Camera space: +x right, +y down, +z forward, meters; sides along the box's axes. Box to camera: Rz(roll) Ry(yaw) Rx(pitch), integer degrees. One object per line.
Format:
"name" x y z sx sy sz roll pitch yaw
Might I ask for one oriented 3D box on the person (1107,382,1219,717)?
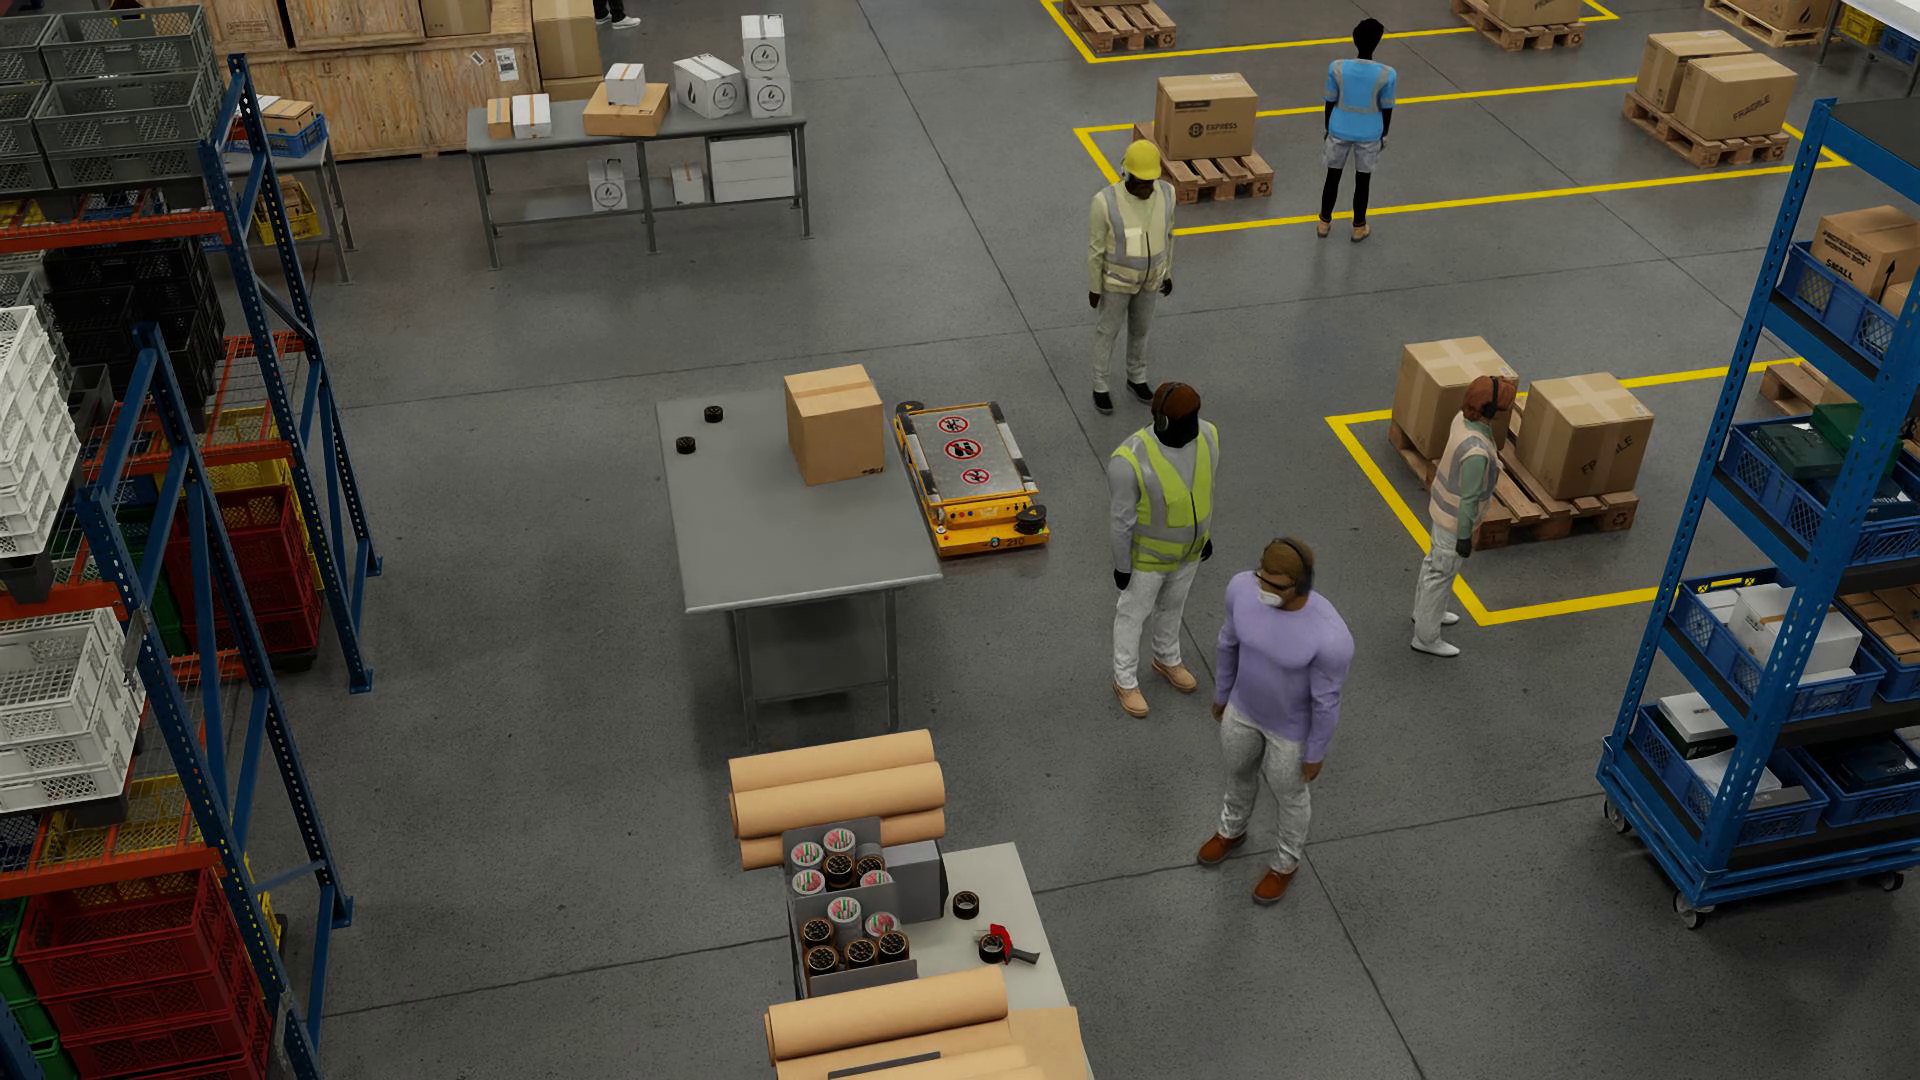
"person" 1.004 0.035 8.175 0.625 1.846 0.429 -22 42 -27

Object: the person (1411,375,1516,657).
"person" 2.566 -0.131 8.575 0.313 1.634 0.514 6 37 8

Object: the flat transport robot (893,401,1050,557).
"flat transport robot" 0.046 -0.430 10.108 0.652 0.197 1.431 -8 37 -10

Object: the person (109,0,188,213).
"person" -5.975 -3.149 12.435 0.510 1.871 0.329 -17 40 -21

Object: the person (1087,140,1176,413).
"person" 1.082 -1.656 10.460 0.600 1.827 0.404 -14 39 -18

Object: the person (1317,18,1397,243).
"person" 2.957 -3.052 12.444 0.534 1.698 0.318 14 39 18

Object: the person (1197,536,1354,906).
"person" 1.336 0.759 7.138 0.377 1.930 0.624 -30 46 -34

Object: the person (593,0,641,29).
"person" -3.489 -5.951 16.177 0.596 1.896 0.380 26 44 31
